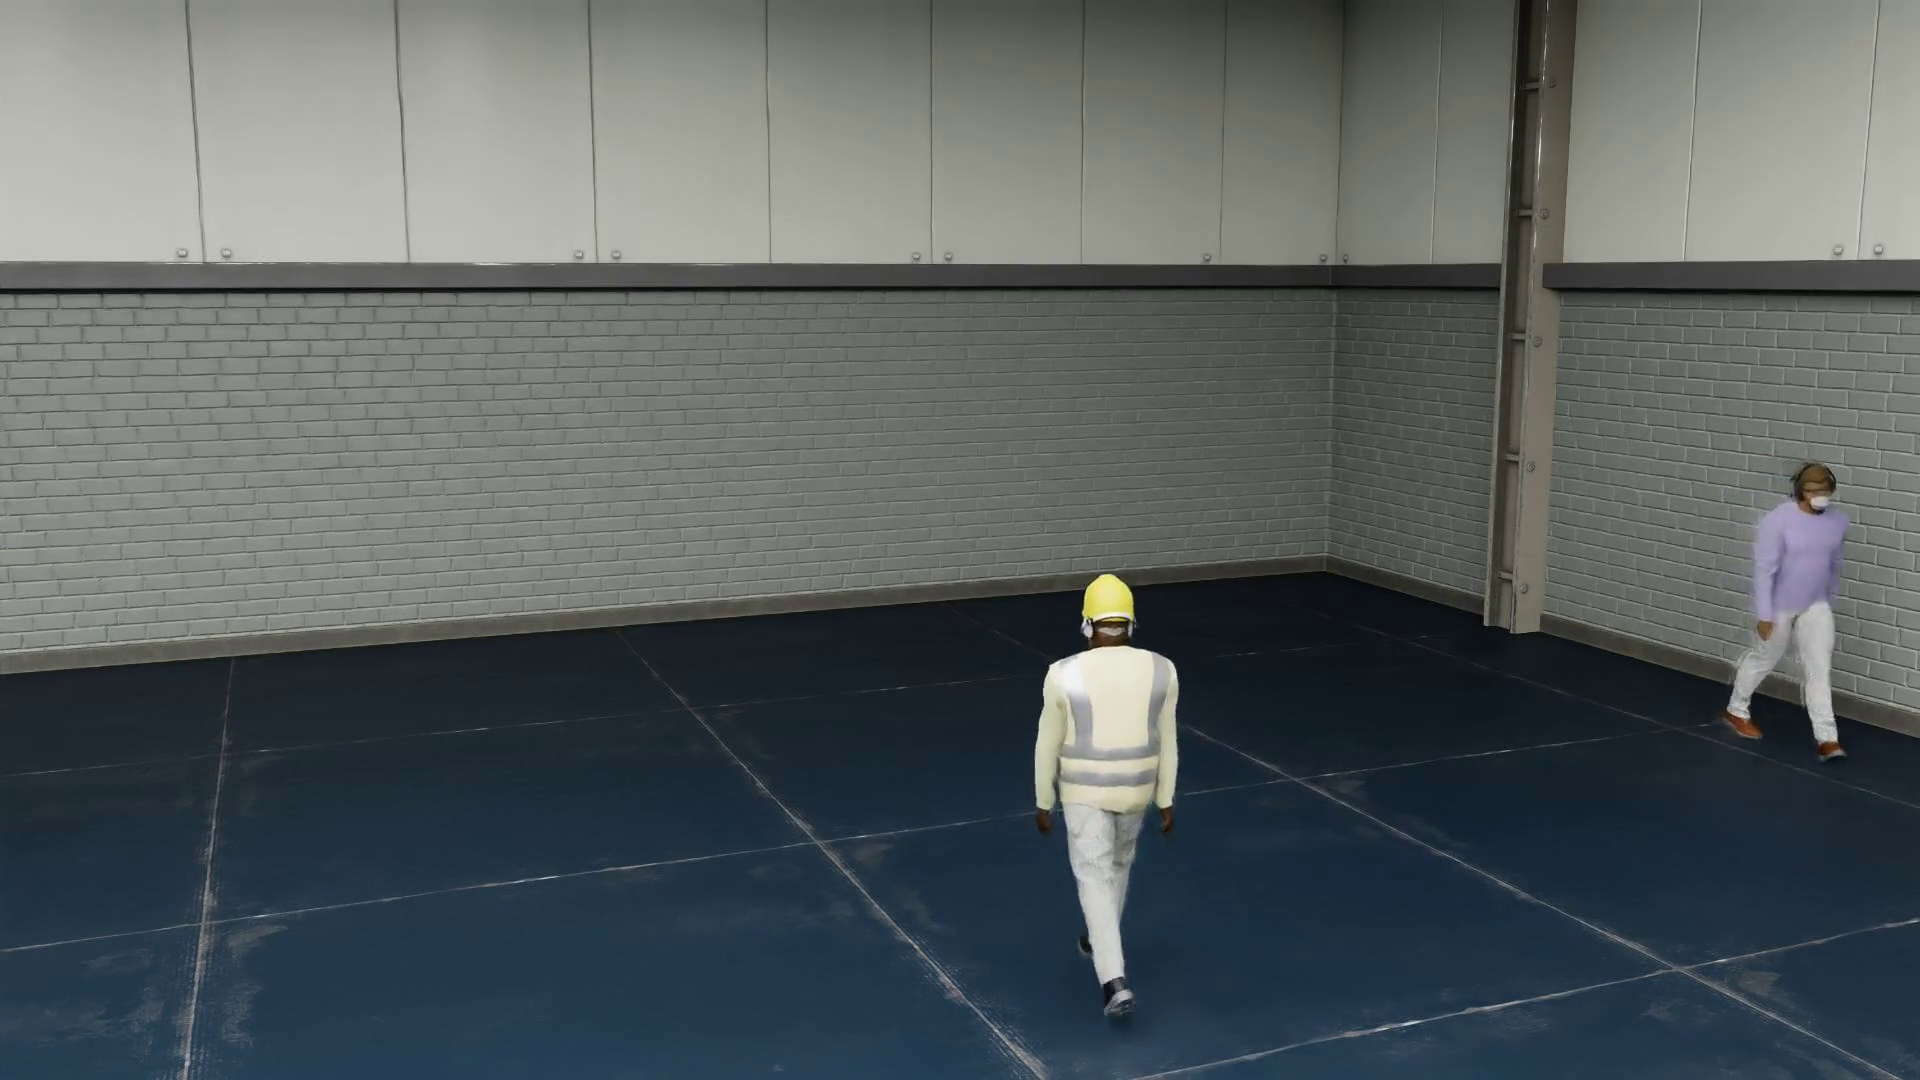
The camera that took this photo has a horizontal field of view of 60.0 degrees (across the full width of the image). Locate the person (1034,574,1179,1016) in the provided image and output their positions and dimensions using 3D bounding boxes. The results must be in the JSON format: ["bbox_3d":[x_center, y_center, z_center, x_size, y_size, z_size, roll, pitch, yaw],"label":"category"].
[{"bbox_3d":[0.621,1.041,6.941,0.600,1.803,0.874,-2,9,-13],"label":"person"}]

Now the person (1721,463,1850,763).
[{"bbox_3d":[5.281,0.431,10.537,0.668,1.880,1.047,-1,9,-8],"label":"person"}]
